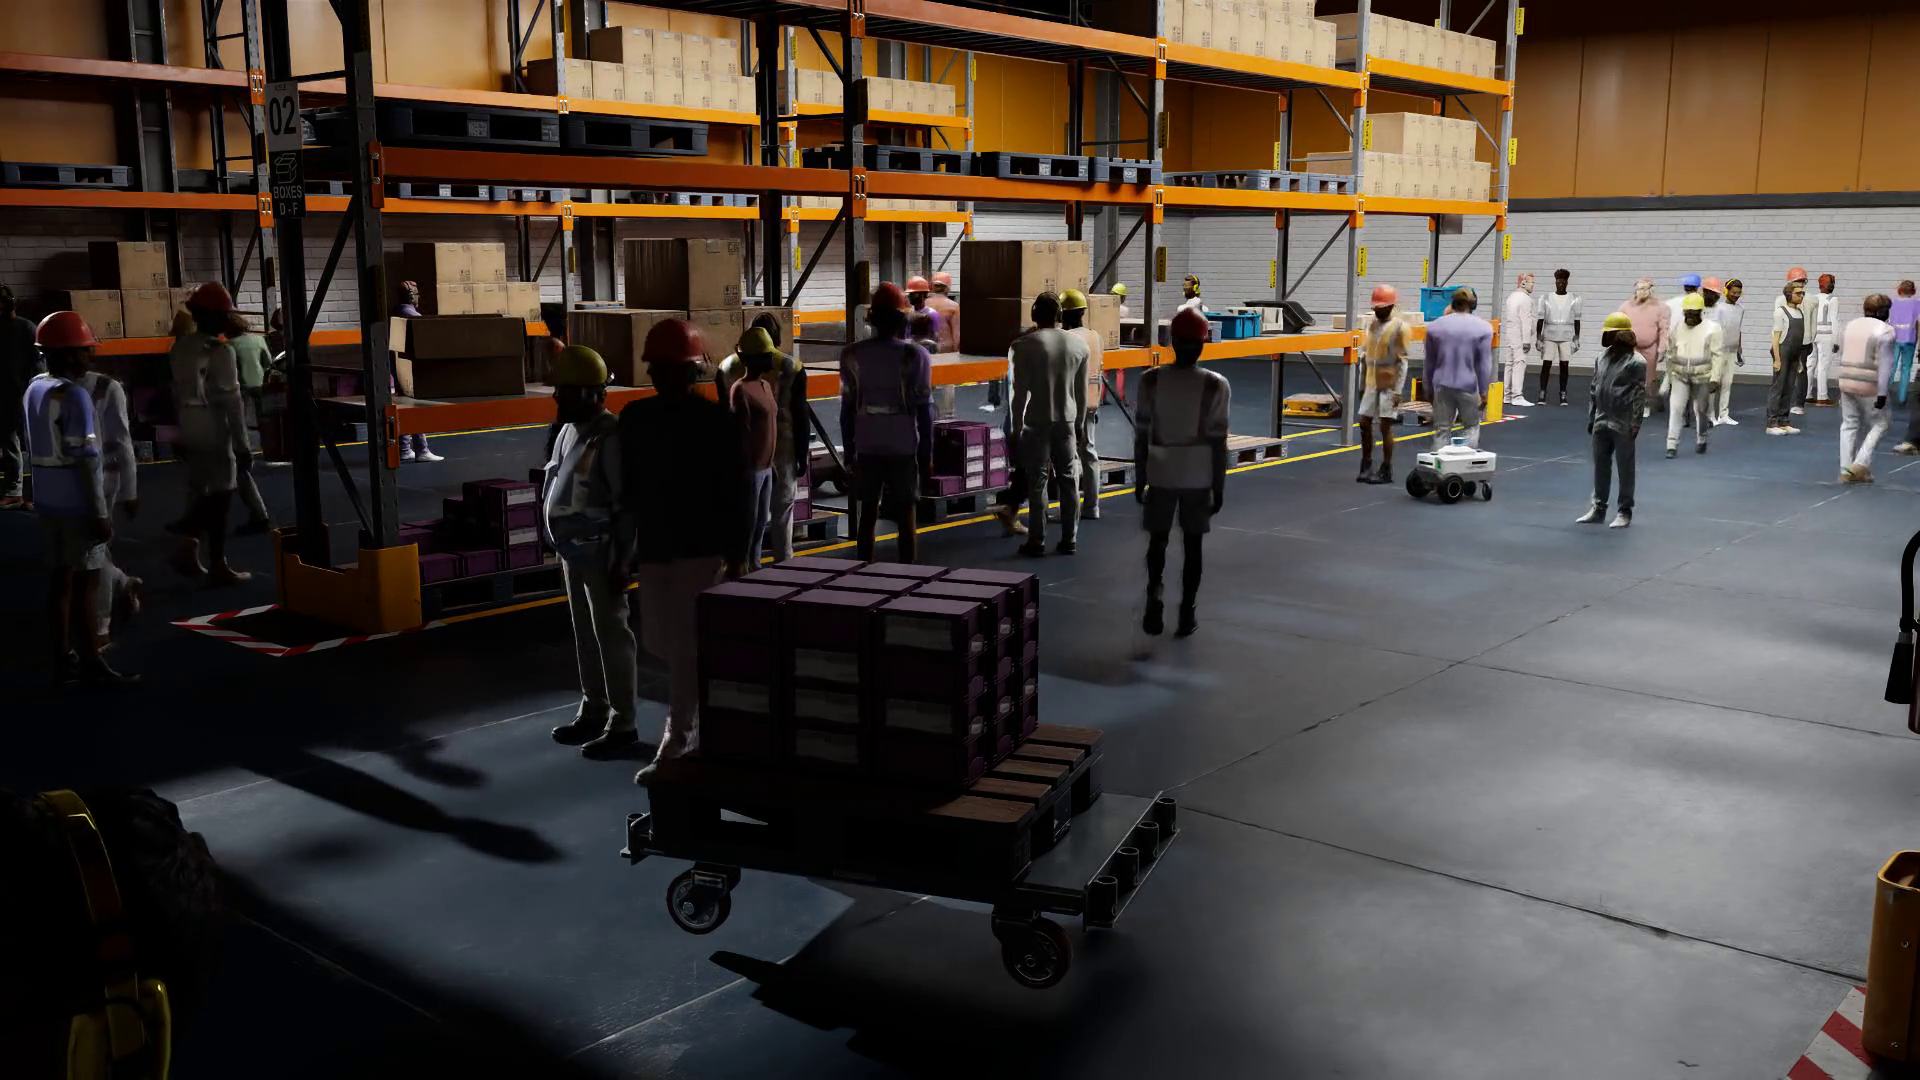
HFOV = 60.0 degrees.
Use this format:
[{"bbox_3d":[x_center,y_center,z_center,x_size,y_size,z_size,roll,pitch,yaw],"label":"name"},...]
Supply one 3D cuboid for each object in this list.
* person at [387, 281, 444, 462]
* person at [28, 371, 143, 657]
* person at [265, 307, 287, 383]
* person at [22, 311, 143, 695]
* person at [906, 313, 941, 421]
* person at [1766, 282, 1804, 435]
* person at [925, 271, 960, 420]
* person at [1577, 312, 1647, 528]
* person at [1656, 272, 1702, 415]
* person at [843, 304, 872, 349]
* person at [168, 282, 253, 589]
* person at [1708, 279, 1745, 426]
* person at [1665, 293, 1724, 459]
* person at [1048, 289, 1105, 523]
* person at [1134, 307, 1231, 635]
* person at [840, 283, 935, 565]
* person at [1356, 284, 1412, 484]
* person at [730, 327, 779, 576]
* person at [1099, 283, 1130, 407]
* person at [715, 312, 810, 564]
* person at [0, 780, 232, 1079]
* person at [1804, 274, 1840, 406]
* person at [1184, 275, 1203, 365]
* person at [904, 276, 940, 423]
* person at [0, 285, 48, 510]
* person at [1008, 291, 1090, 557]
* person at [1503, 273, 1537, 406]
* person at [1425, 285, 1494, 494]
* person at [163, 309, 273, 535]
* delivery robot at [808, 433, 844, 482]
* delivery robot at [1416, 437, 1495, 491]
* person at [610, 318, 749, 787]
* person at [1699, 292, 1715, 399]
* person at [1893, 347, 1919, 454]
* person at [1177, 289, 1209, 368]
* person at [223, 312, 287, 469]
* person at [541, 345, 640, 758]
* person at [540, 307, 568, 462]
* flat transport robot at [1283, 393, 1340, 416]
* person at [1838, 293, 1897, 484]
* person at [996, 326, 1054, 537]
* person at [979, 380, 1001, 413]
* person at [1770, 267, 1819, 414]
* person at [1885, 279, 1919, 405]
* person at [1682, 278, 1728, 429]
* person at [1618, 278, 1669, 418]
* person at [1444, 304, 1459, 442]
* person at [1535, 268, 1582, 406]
[{"bbox_3d":[-5.789,-1.773,17.587,0.643,1.909,0.410,7,12,36],"label":"person"},{"bbox_3d":[-4.886,-0.316,9.387,0.597,1.869,0.693,2,10,10],"label":"person"},{"bbox_3d":[-7.275,-1.690,17.923,0.502,1.629,0.287,6,11,29],"label":"person"},{"bbox_3d":[-4.497,-0.187,8.463,0.545,1.939,0.374,7,12,36],"label":"person"},{"bbox_3d":[-0.349,-1.475,16.749,0.537,1.592,0.833,9,14,43],"label":"person"},{"bbox_3d":[10.022,-2.190,20.135,0.508,1.847,0.345,-6,12,-32],"label":"person"},{"bbox_3d":[-0.295,-2.421,21.121,0.618,1.970,0.831,4,11,19],"label":"person"},{"bbox_3d":[5.284,-0.966,13.455,0.320,1.742,0.492,-6,12,-30],"label":"person"},{"bbox_3d":[9.667,-2.609,22.274,0.610,1.934,0.628,-7,12,-36],"label":"person"},{"bbox_3d":[-1.221,-2.147,20.549,0.639,1.598,0.520,-6,12,-32],"label":"person"},{"bbox_3d":[-4.941,-0.684,11.044,0.624,2.029,0.445,7,12,36],"label":"person"},{"bbox_3d":[9.790,-2.391,21.227,0.515,1.865,0.329,-3,10,-18],"label":"person"},{"bbox_3d":[7.955,-1.786,18.021,0.583,1.791,0.896,7,12,35],"label":"person"},{"bbox_3d":[0.943,-1.099,13.716,0.395,1.918,0.591,9,14,43],"label":"person"},{"bbox_3d":[1.262,-0.366,9.525,0.556,1.926,0.632,3,10,15],"label":"person"},{"bbox_3d":[-0.444,-0.588,10.484,0.612,2.035,0.421,3,10,16],"label":"person"},{"bbox_3d":[4.015,-1.472,15.886,0.451,1.918,0.571,-7,12,-35],"label":"person"},{"bbox_3d":[-1.272,-0.448,10.443,0.312,1.768,0.522,2,10,12],"label":"person"},{"bbox_3d":[2.228,-2.775,23.734,0.398,1.748,0.541,-9,13,-41],"label":"person"},{"bbox_3d":[-1.295,-0.584,11.039,0.626,1.836,0.430,2,10,10],"label":"person"},{"bbox_3d":[-0.654,1.096,1.351,0.514,1.873,0.329,9,13,41],"label":"person"},{"bbox_3d":[12.352,-2.859,23.836,0.355,1.882,0.575,-4,11,-20],"label":"person"},{"bbox_3d":[3.237,-2.782,23.435,0.322,1.870,0.531,-1,10,-8],"label":"person"},{"bbox_3d":[-0.466,-1.985,18.697,0.365,1.939,0.542,-8,13,-38],"label":"person"},{"bbox_3d":[-8.172,-1.222,14.351,0.636,1.939,0.362,2,10,14],"label":"person"},{"bbox_3d":[0.641,-0.839,12.173,0.629,1.940,0.379,-4,11,-19],"label":"person"},{"bbox_3d":[8.055,-2.875,23.868,0.399,1.905,0.642,-1,10,-3],"label":"person"},{"bbox_3d":[4.572,-1.375,15.311,0.638,1.909,0.582,6,12,31],"label":"person"},{"bbox_3d":[-5.849,-0.900,12.952,0.873,1.777,0.616,-6,12,-30],"label":"person"},{"bbox_3d":[-1.369,-0.734,15.248,0.477,0.478,0.707,8,13,40],"label":"delivery robot"},{"bbox_3d":[4.455,-0.679,14.934,0.707,0.478,0.477,-5,11,-26],"label":"delivery robot"},{"bbox_3d":[-1.184,0.017,7.222,0.621,1.973,0.831,5,11,26],"label":"person"},{"bbox_3d":[10.946,-2.879,24.703,0.667,1.617,0.521,-5,11,-24],"label":"person"},{"bbox_3d":[10.561,-1.907,17.968,0.804,2.000,0.704,-4,11,-20],"label":"person"},{"bbox_3d":[3.312,-2.807,23.881,0.533,1.765,0.330,7,12,36],"label":"person"},{"bbox_3d":[-7.269,-1.533,17.071,0.618,1.611,0.311,-9,13,-40],"label":"person"},{"bbox_3d":[-1.649,0.049,7.422,0.403,1.830,0.600,-7,12,-35],"label":"person"},{"bbox_3d":[-3.869,-1.414,16.176,0.437,1.678,0.547,-4,11,-23],"label":"person"},{"bbox_3d":[4.790,-1.840,22.621,0.652,0.197,1.431,4,11,20],"label":"flat transport robot"},{"bbox_3d":[8.627,-1.431,15.856,0.437,1.826,0.641,-3,11,-19],"label":"person"},{"bbox_3d":[0.518,-0.819,12.846,0.430,1.654,0.556,-6,11,-29],"label":"person"},{"bbox_3d":[0.416,-2.704,23.013,0.607,1.875,0.688,7,12,35],"label":"person"},{"bbox_3d":[11.320,-2.698,22.593,0.608,1.997,0.375,-1,10,-4],"label":"person"},{"bbox_3d":[13.472,-2.817,23.821,0.566,1.815,0.779,7,12,33],"label":"person"},{"bbox_3d":[9.187,-2.290,20.593,0.569,1.874,0.939,2,10,13],"label":"person"},{"bbox_3d":[8.988,-2.514,21.949,0.640,1.863,0.966,4,11,23],"label":"person"},{"bbox_3d":[5.623,-1.908,19.156,0.518,1.625,0.433,9,13,42],"label":"person"},{"bbox_3d":[8.579,-2.903,23.853,0.614,1.962,0.366,3,10,16],"label":"person"}]
